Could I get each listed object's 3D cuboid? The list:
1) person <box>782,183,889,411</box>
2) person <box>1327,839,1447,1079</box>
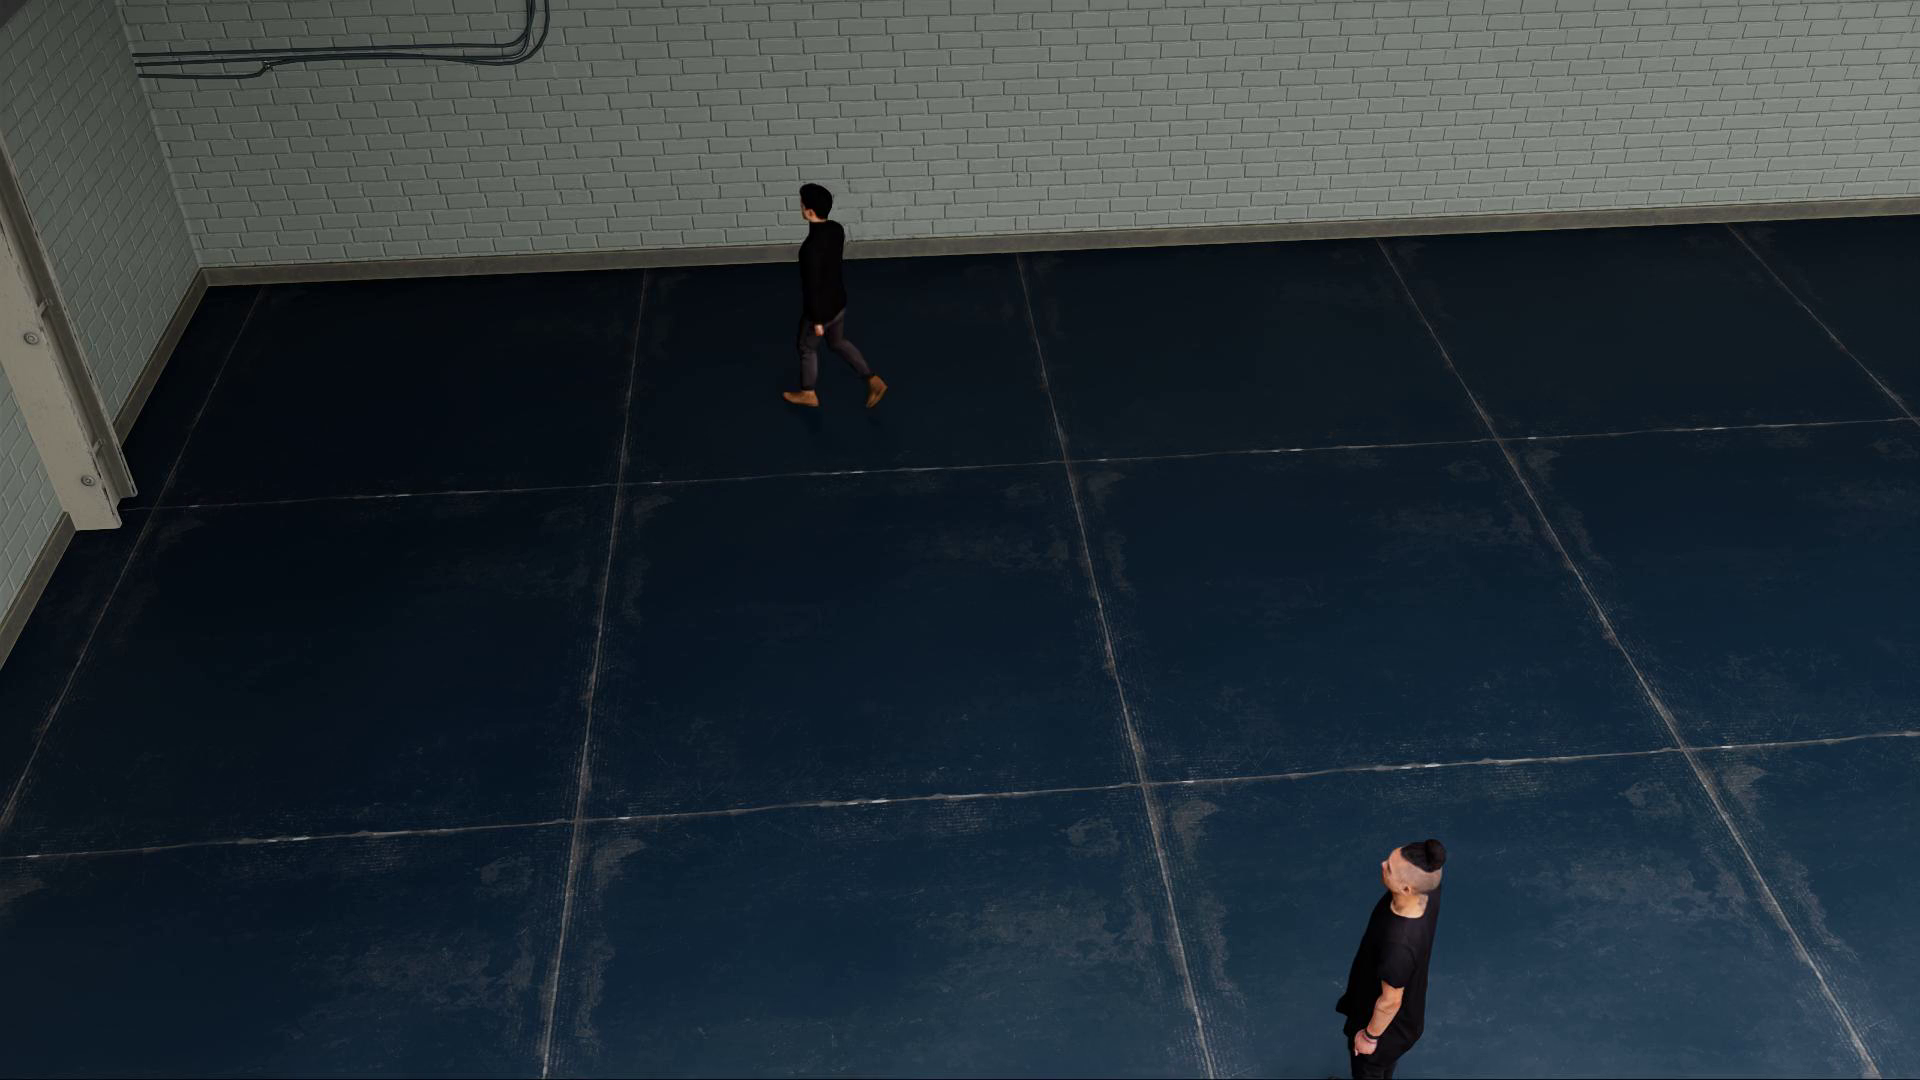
[{"bbox_3d":[-0.859,-1.599,11.244,1.023,1.702,1.070,16,41,19],"label":"person"},{"bbox_3d":[1.720,1.841,6.715,0.838,1.865,0.703,15,40,18],"label":"person"}]
